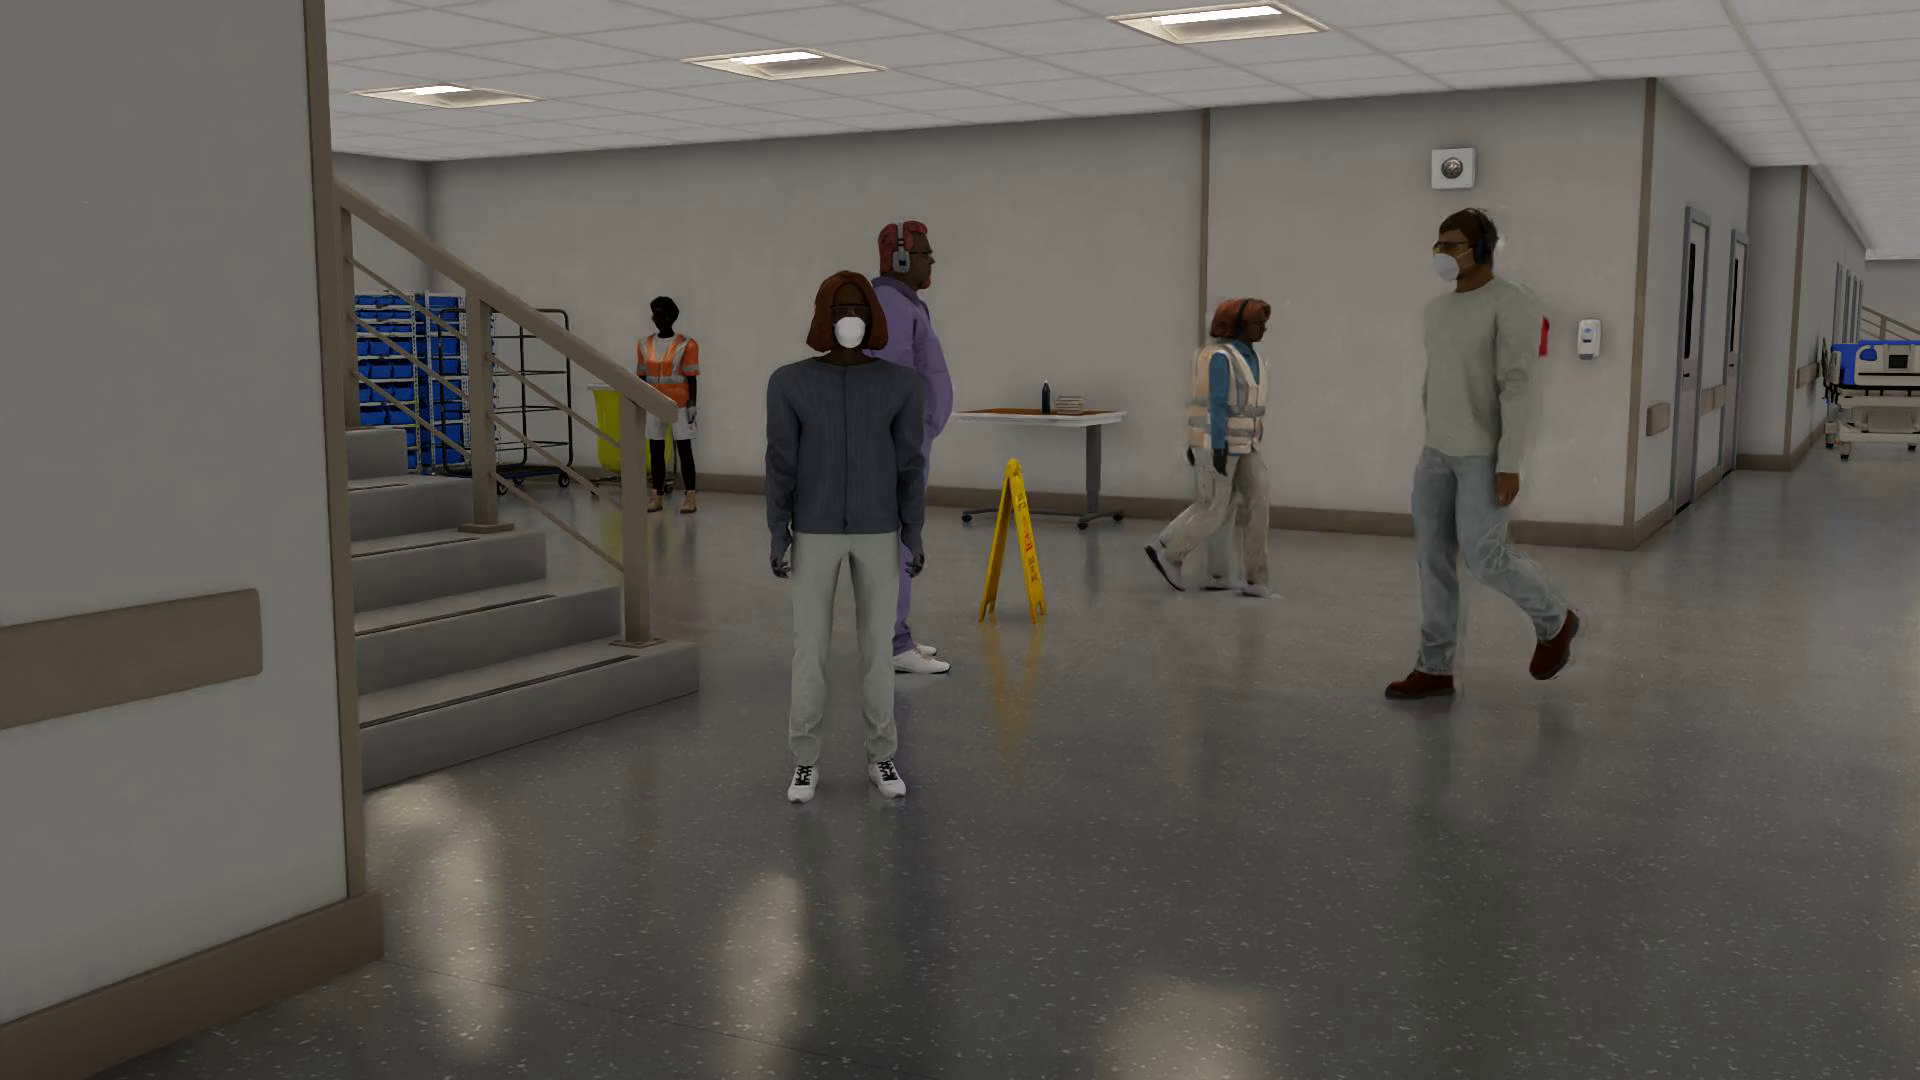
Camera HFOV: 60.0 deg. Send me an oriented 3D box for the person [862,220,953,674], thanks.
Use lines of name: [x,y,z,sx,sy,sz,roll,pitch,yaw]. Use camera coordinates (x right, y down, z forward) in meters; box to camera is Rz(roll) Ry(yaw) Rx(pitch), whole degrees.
person: [-0.231,-0.395,7.105,0.405,1.910,0.636,-1,7,-8]

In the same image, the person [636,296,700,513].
person: [-2.269,-1.044,12.937,0.532,1.690,0.322,2,8,15]

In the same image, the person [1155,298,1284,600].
person: [1.395,-0.486,8.938,0.672,1.621,0.527,6,10,41]

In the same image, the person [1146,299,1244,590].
person: [1.358,-0.515,9.155,0.509,1.620,0.518,-2,8,-14]

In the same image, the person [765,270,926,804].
person: [-0.350,-0.007,5.148,0.500,1.636,0.280,-1,8,-10]

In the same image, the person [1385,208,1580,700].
person: [2.062,-0.324,6.501,0.710,1.924,0.629,-3,8,-21]
